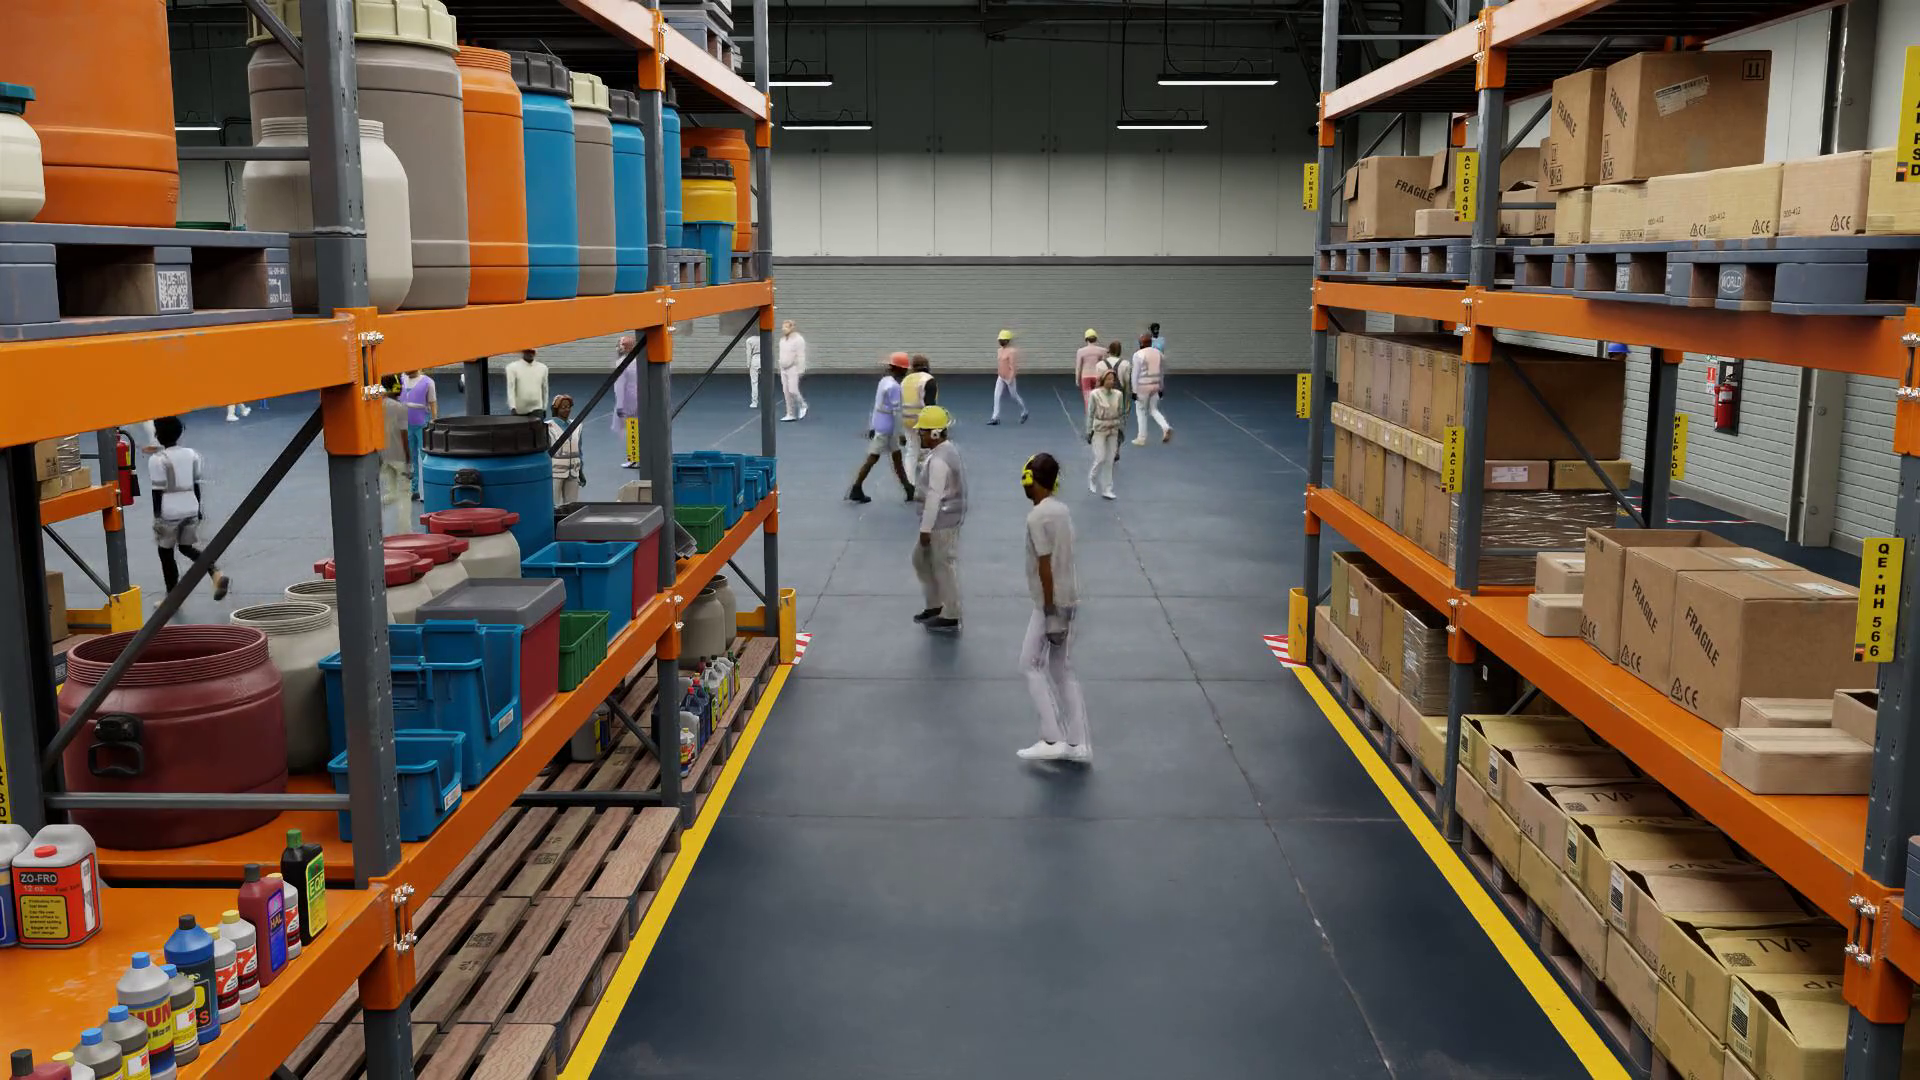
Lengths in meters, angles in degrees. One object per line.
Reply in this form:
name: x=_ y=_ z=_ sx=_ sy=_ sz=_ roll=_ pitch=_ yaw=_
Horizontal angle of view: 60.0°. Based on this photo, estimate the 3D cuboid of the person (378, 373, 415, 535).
person: x=-5.879 y=-0.825 z=17.158 sx=0.517 sy=1.854 sz=0.649 roll=6 pitch=11 yaw=32

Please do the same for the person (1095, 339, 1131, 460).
person: x=2.252 y=-2.040 z=24.505 sx=0.540 sy=1.826 sz=0.425 roll=1 pitch=10 yaw=9

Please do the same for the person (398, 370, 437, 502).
person: x=-6.720 y=-1.399 z=20.609 sx=0.570 sy=1.843 sz=0.372 roll=4 pitch=10 yaw=23

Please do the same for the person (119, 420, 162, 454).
person: x=-12.915 y=-2.283 z=25.793 sx=1.013 sy=1.879 sz=0.651 roll=0 pitch=9 yaw=-2

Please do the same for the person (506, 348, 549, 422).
person: x=-5.965 y=-1.836 z=22.964 sx=0.604 sy=1.948 sz=1.047 roll=-5 pitch=11 yaw=-26

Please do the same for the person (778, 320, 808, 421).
person: x=-3.153 y=-3.156 z=30.985 sx=0.680 sy=1.892 sz=0.446 roll=9 pitch=13 yaw=43

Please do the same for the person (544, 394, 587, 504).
person: x=-3.977 y=-0.638 z=16.662 sx=0.311 sy=1.642 sz=0.512 roll=7 pitch=12 yaw=37

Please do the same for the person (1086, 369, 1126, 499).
person: x=1.829 y=-1.334 z=20.847 sx=0.536 sy=1.623 sz=0.388 roll=-5 pitch=11 yaw=-27

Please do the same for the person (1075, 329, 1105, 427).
person: x=2.337 y=-2.916 z=29.945 sx=0.546 sy=1.751 sz=0.450 roll=-2 pitch=10 yaw=-11

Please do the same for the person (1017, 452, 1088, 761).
person: x=0.560 y=0.402 z=9.855 sx=0.533 sy=1.829 sz=0.536 roll=6 pitch=11 yaw=30

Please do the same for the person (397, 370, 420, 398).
person: x=-9.889 y=-2.970 z=29.776 sx=0.413 sy=1.921 sz=0.578 roll=1 pitch=10 yaw=9

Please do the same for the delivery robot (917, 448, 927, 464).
delivery robot: x=-0.527 y=-1.340 z=23.960 sx=0.477 sy=0.478 sz=0.707 roll=-1 pitch=10 yaw=-6

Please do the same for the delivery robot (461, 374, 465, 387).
delivery robot: x=-11.123 y=-3.659 z=37.851 sx=0.477 sy=0.478 sz=0.707 roll=-5 pitch=11 yaw=-28

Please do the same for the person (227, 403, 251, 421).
person: x=-13.622 y=-3.184 z=31.383 sx=0.561 sy=1.814 sz=0.959 roll=1 pitch=10 yaw=8

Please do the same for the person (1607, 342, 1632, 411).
person: x=8.594 y=-1.670 z=21.924 sx=0.391 sy=1.948 sz=0.605 roll=4 pitch=10 yaw=21

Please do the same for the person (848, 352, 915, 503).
person: x=-0.904 y=-1.388 z=20.518 sx=1.042 sy=1.862 sz=0.558 roll=-2 pitch=10 yaw=-11

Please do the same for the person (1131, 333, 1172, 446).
person: x=3.079 y=-2.426 z=26.870 sx=0.636 sy=1.818 sz=0.642 roll=-7 pitch=12 yaw=-37

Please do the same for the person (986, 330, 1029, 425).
person: x=0.903 y=-2.992 z=30.523 sx=0.908 sy=1.724 sz=0.530 roll=-8 pitch=12 yaw=-38

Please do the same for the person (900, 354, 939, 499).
person: x=-0.512 y=-1.417 z=20.875 sx=0.655 sy=1.794 sz=0.633 roll=8 pitch=13 yaw=41

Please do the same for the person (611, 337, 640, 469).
person: x=-4.767 y=-1.963 z=23.856 sx=0.423 sy=1.890 sz=0.676 roll=4 pitch=10 yaw=22

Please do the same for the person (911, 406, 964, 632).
person: x=-0.237 y=-0.168 z=13.315 sx=0.532 sy=1.811 sz=0.633 roll=1 pitch=9 yaw=3

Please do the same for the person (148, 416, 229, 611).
person: x=-6.592 y=-0.229 z=14.099 sx=0.566 sy=1.684 sz=0.539 roll=3 pitch=10 yaw=16

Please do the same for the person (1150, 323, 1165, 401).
person: x=4.150 y=-3.857 z=35.877 sx=0.540 sy=1.669 sz=0.829 roll=-3 pitch=10 yaw=-20

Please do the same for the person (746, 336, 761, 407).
person: x=-4.131 y=-3.582 z=34.015 sx=0.484 sy=1.735 sz=0.311 roll=-3 pitch=10 yaw=-19
